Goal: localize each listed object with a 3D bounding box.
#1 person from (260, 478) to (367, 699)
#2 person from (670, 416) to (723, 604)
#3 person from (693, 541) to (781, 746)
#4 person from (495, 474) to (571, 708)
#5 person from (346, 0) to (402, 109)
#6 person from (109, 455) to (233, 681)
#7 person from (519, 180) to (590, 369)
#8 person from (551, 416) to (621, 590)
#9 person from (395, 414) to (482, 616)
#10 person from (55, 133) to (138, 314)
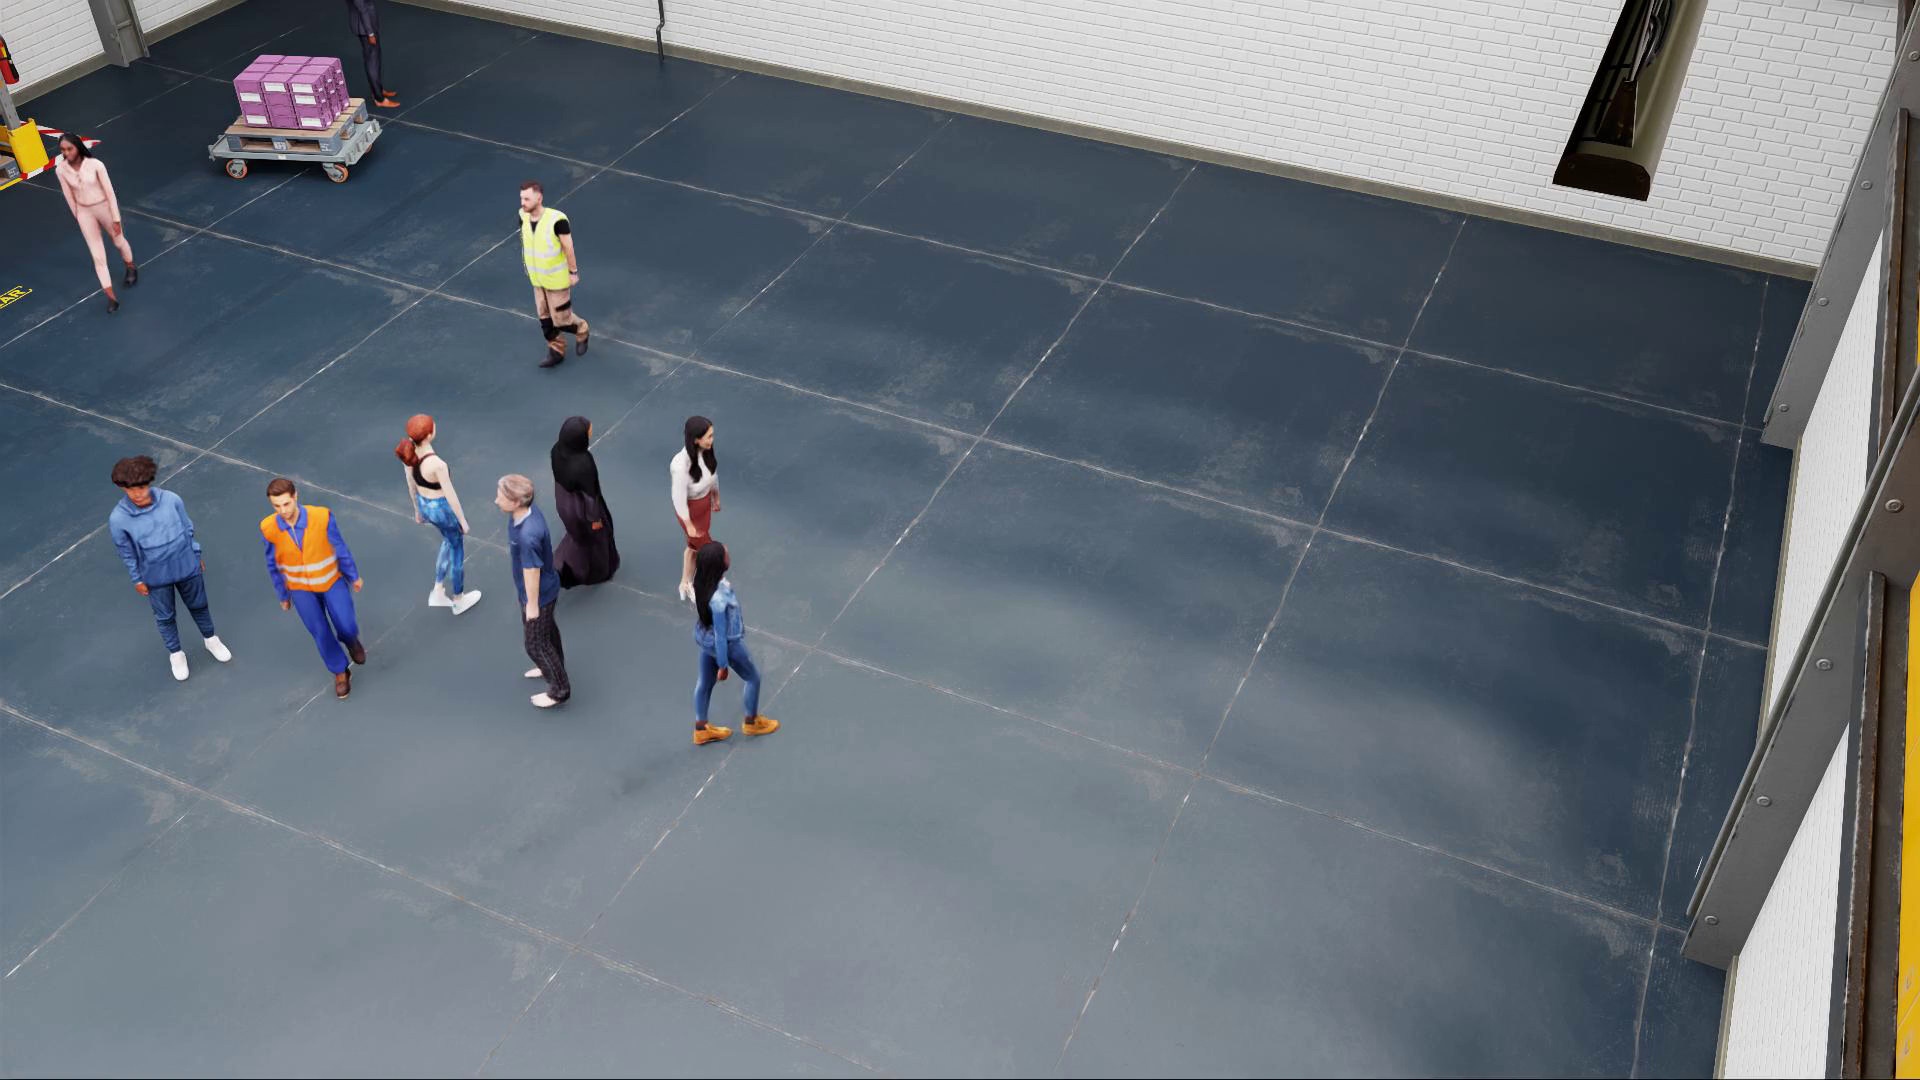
[{"bbox_3d":[-4.462,0.263,11.545,0.909,1.853,0.968,-12,40,-15],"label":"person"},{"bbox_3d":[-2.010,-0.183,12.208,0.663,1.722,0.685,19,42,22],"label":"person"},{"bbox_3d":[-1.691,0.732,11.087,0.961,1.691,0.877,-19,42,-22],"label":"person"},{"bbox_3d":[-2.885,0.342,11.433,0.822,1.869,0.768,-12,40,-14],"label":"person"},{"bbox_3d":[-6.922,-5.974,19.378,0.831,1.824,0.779,-14,41,-17],"label":"person"},{"bbox_3d":[-5.586,0.167,11.704,0.659,1.805,0.813,-27,46,-30],"label":"person"},{"bbox_3d":[-3.632,-2.405,14.904,0.706,1.830,0.777,18,42,21],"label":"person"},{"bbox_3d":[-2.882,-0.238,12.383,0.815,1.590,0.965,29,47,31],"label":"person"},{"bbox_3d":[-3.835,-0.115,12.081,0.601,1.774,0.718,20,43,23],"label":"person"},{"bbox_3d":[-8.198,-3.105,15.909,1.088,1.670,1.205,-10,40,-12],"label":"person"}]
